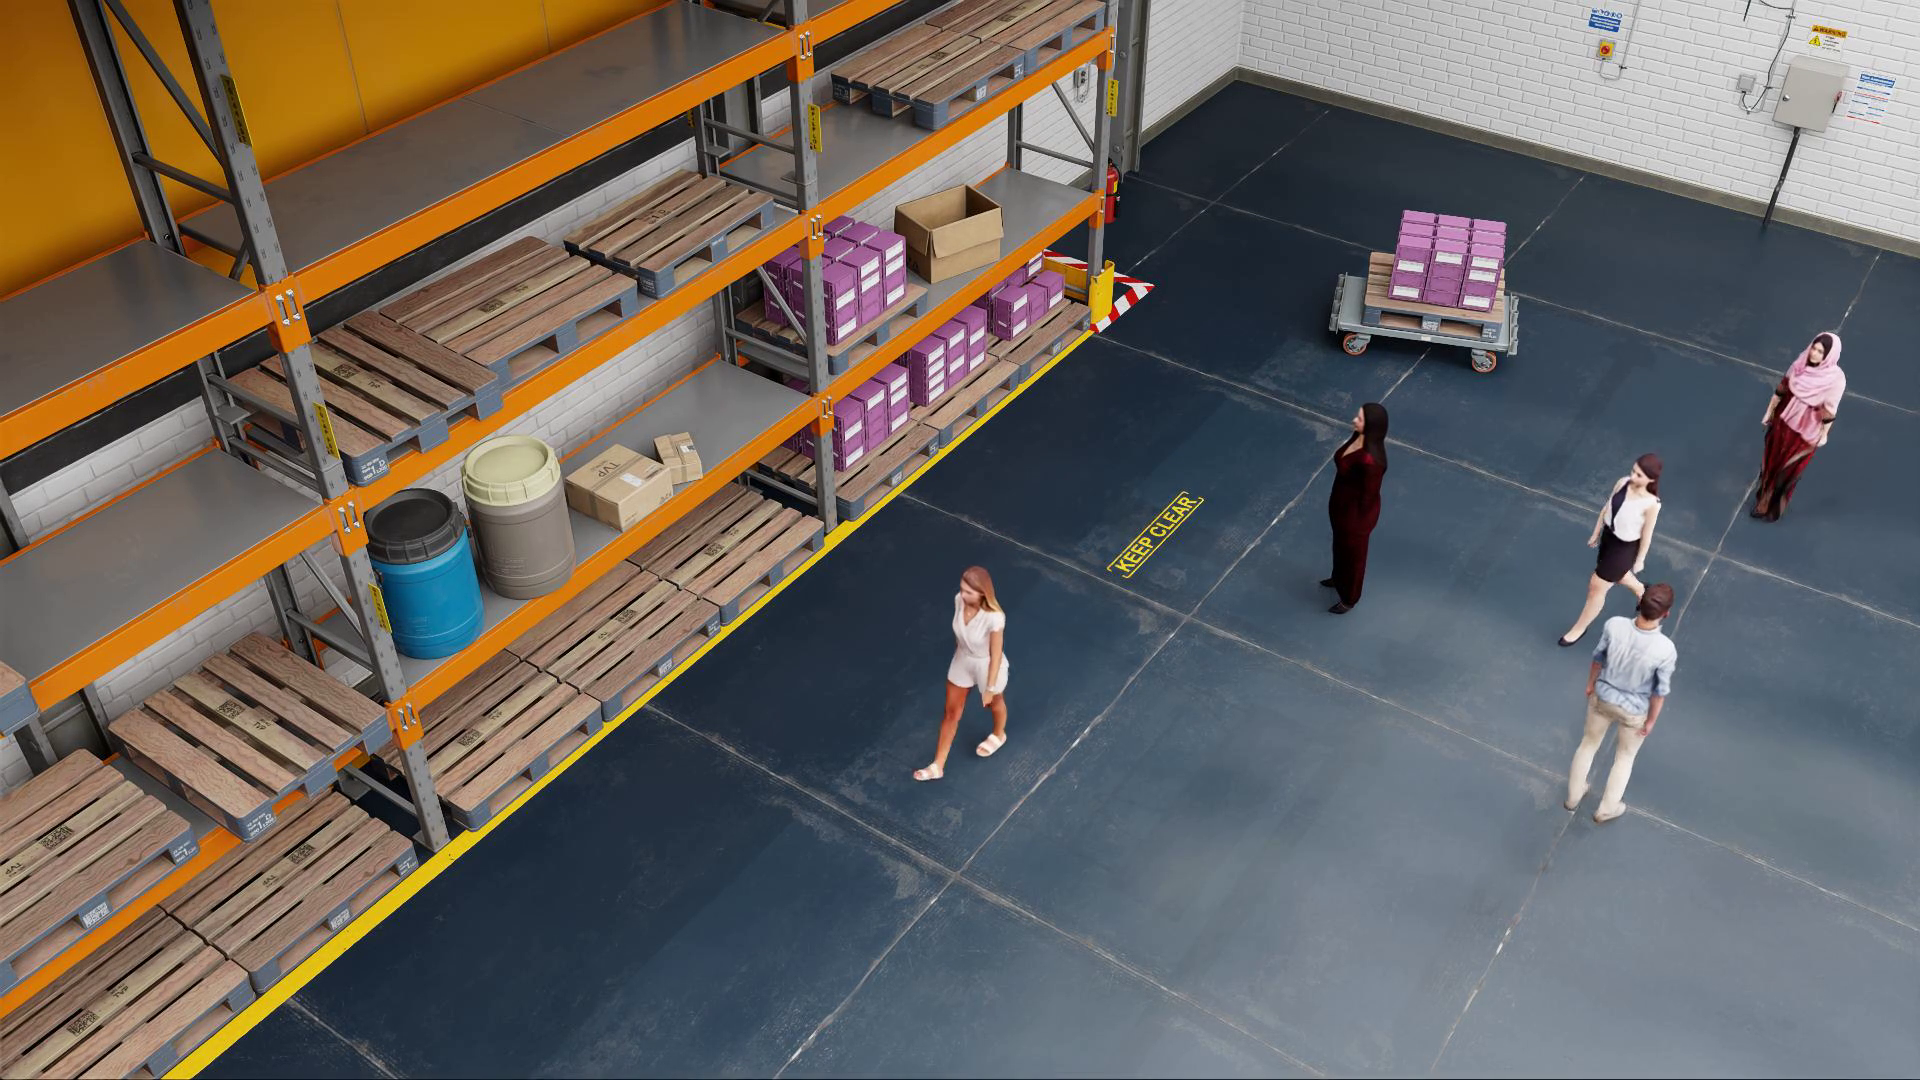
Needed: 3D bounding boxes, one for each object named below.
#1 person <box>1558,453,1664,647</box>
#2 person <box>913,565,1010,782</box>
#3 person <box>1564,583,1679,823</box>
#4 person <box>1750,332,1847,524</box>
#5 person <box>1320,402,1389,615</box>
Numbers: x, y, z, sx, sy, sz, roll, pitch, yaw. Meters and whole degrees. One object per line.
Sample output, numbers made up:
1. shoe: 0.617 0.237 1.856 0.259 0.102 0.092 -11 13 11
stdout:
1. person: 4.701 0.051 11.724 1.106 1.623 0.931 -15 41 -17
2. person: 0.184 0.795 10.759 0.674 1.667 1.046 29 47 32
3. person: 4.085 1.022 10.326 0.684 1.851 0.591 31 48 33
4. person: 6.574 -0.918 12.938 0.859 1.623 0.797 -17 42 -20
5. person: 2.861 -0.248 11.992 0.824 1.758 0.735 -1 39 -1
